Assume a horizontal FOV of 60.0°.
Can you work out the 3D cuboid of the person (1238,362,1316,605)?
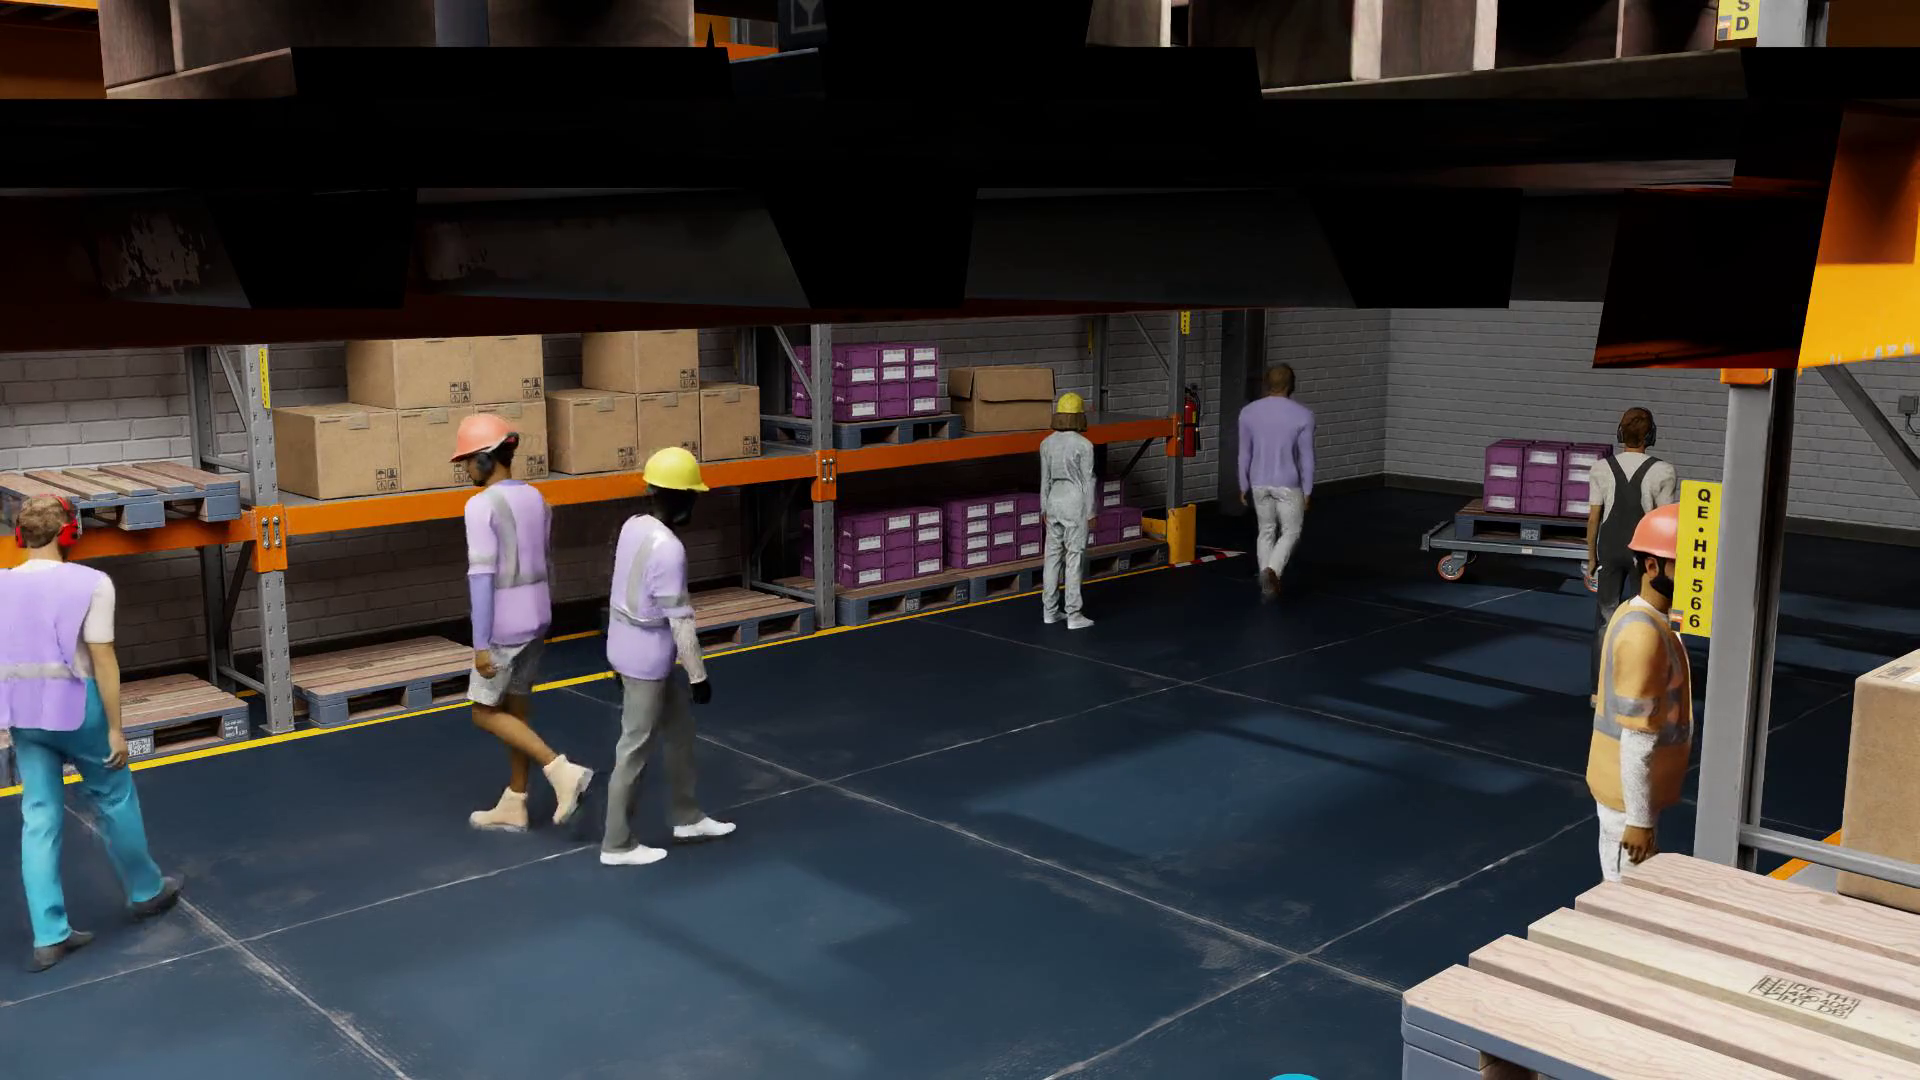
[{"bbox_3d":[2.441,-0.417,12.949,0.633,1.924,0.672,6,11,30],"label":"person"}]

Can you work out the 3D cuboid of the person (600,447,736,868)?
[{"bbox_3d":[-1.289,0.527,7.480,0.801,1.889,0.587,-4,10,-22],"label":"person"}]

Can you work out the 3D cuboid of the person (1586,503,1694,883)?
[{"bbox_3d":[2.301,0.832,5.579,0.376,1.934,0.547,4,11,23],"label":"person"}]

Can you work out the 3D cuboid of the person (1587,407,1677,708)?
[{"bbox_3d":[4.024,0.122,9.998,0.506,1.846,0.346,6,11,32],"label":"person"}]

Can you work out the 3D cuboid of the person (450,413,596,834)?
[{"bbox_3d":[-2.064,0.414,7.819,0.693,2.004,0.664,3,10,16],"label":"person"}]

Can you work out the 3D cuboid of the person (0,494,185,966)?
[{"bbox_3d":[-3.525,0.712,6.654,0.589,1.800,0.887,1,10,4],"label":"person"}]

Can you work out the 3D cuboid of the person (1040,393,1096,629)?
[{"bbox_3d":[0.814,-0.217,12.300,0.486,1.740,0.318,9,13,43],"label":"person"}]
